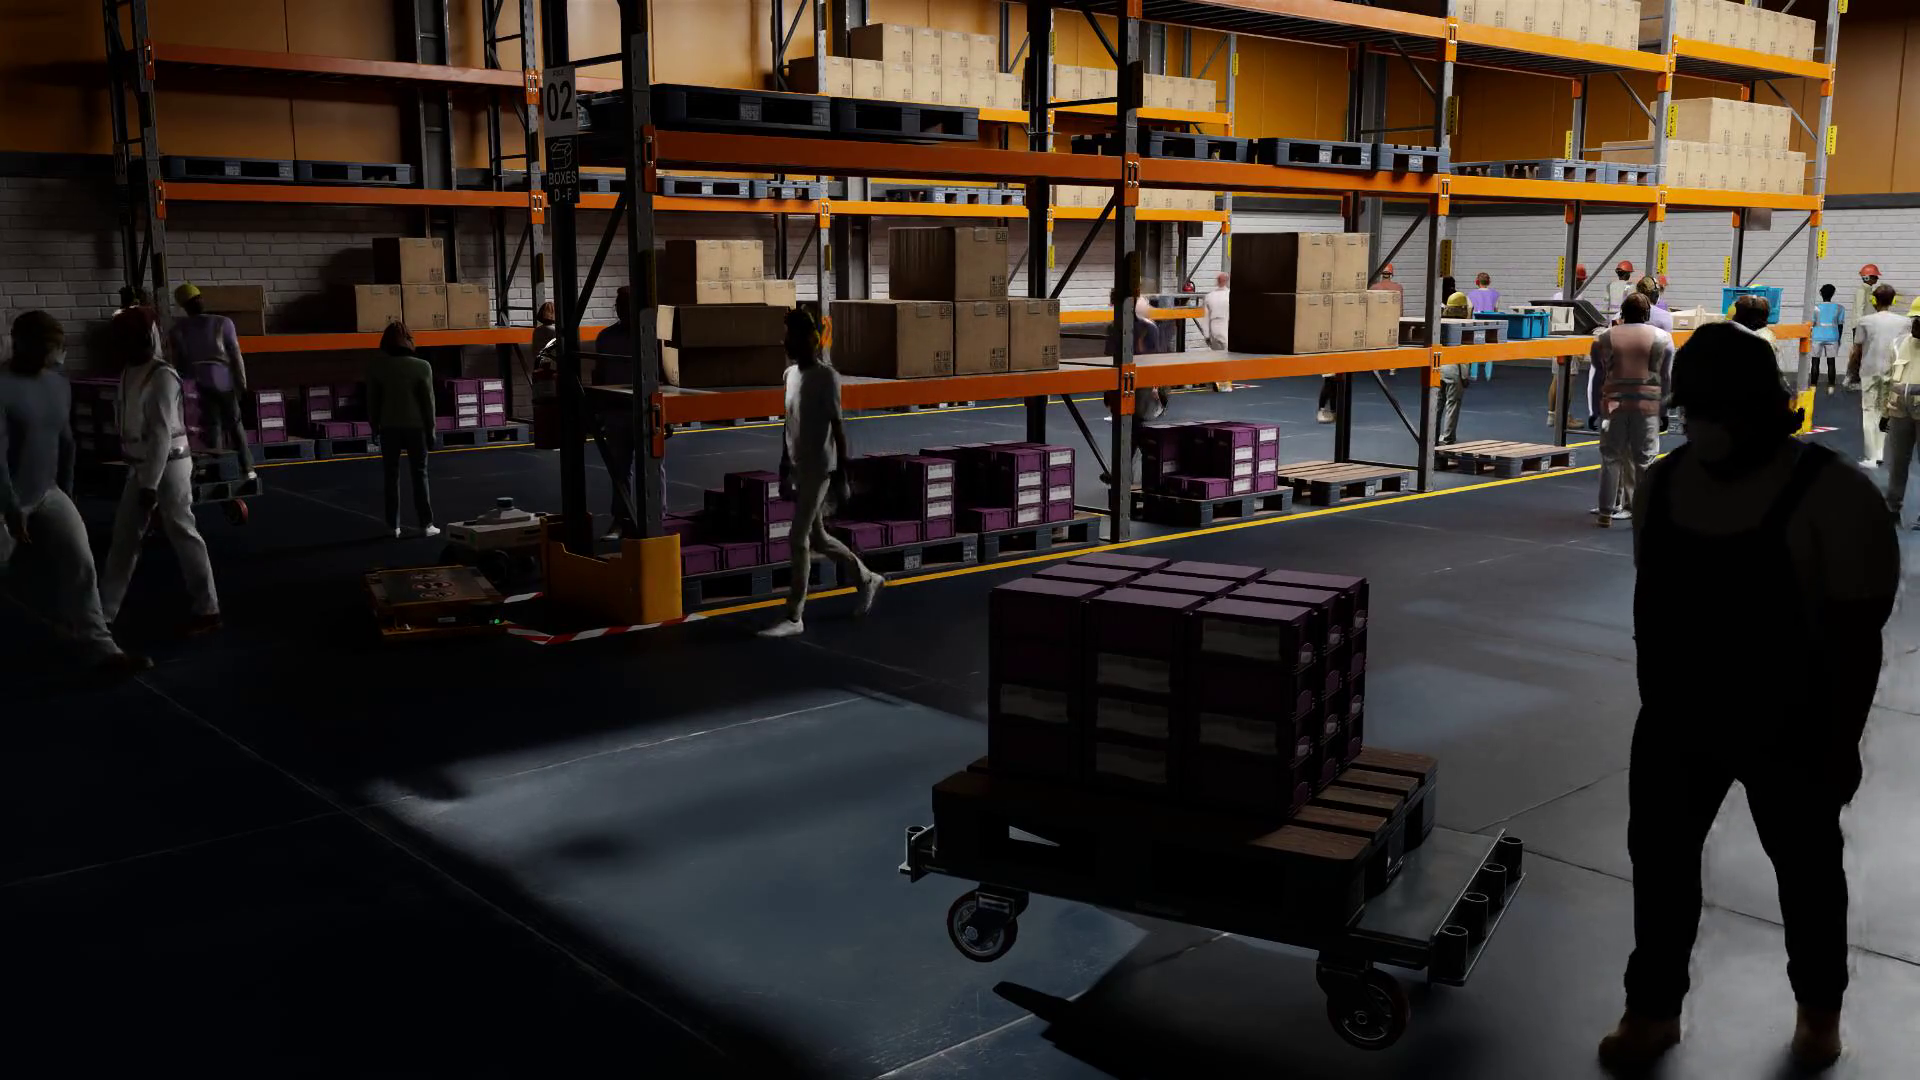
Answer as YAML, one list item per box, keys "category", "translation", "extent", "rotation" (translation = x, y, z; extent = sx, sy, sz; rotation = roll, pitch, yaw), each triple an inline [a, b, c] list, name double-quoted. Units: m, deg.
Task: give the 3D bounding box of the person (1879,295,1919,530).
- category: "person"
  translation: [7.470, -0.996, 12.977]
  extent: [0.404, 1.831, 0.600]
  rotation: [-6, 11, -32]

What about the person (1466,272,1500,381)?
- category: "person"
  translation: [8.852, -3.608, 28.230]
  extent: [0.565, 1.847, 0.396]
  rotation: [0, 10, -2]

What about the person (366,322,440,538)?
- category: "person"
  translation: [-4.212, -0.827, 12.575]
  extent: [0.501, 1.632, 0.286]
  rotation: [-1, 10, -4]

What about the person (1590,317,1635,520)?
- category: "person"
  translation: [5.369, -0.984, 13.475]
  extent: [0.311, 1.638, 0.521]
  rotation: [-1, 10, -6]

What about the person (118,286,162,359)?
- category: "person"
  translation: [-7.635, -1.445, 15.572]
  extent: [0.446, 1.852, 0.506]
  rotation: [-3, 10, -17]

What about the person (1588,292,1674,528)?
- category: "person"
  translation: [5.227, -1.001, 12.980]
  extent: [0.619, 1.845, 0.430]
  rotation: [5, 11, 25]

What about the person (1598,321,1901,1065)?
- category: "person"
  translation: [2.086, 0.373, 4.357]
  extent: [0.747, 2.000, 0.704]
  rotation: [-7, 12, -37]

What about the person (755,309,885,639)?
- category: "person"
  translation: [-0.783, -0.387, 9.435]
  extent: [0.856, 1.838, 0.529]
  rotation: [-7, 12, -35]

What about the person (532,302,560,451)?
- category: "person"
  translation: [-4.492, -1.790, 18.236]
  extent: [0.498, 1.629, 0.276]
  rotation: [9, 13, 41]

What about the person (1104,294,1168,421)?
- category: "person"
  translation: [2.269, -2.461, 21.414]
  extent: [0.737, 1.886, 0.649]
  rotation: [-2, 10, -14]

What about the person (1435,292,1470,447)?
- category: "person"
  translation: [5.305, -1.794, 17.932]
  extent: [0.346, 1.737, 0.485]
  rotation: [-5, 11, -28]

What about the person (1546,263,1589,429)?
- category: "person"
  translation: [7.540, -2.397, 20.569]
  extent: [0.391, 2.040, 0.614]
  rotation: [-2, 10, -14]

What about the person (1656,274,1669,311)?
- category: "person"
  translation: [9.757, -2.836, 23.565]
  extent: [0.954, 1.898, 0.554]
  rotation: [-3, 10, -19]

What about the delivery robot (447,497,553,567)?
- category: "delivery robot"
  translation: [-2.942, -0.033, 10.803]
  extent: [0.477, 0.478, 0.707]
  rotation: [9, 14, 44]

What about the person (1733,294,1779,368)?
- category: "person"
  translation: [5.858, -0.906, 12.424]
  extent: [0.430, 1.845, 0.619]
  rotation: [4, 10, 22]

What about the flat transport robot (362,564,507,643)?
- category: "flat transport robot"
  translation: [-3.088, 0.344, 9.697]
  extent: [0.652, 0.197, 1.431]
  rotation: [-4, 11, -24]

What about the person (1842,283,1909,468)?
- category: "person"
  translation: [9.203, -1.652, 16.789]
  extent: [0.512, 1.852, 0.571]
  rotation: [0, 10, 3]

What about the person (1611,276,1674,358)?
- category: "person"
  translation: [6.445, -1.518, 15.726]
  extent: [0.373, 1.940, 0.628]
  rotation: [-7, 12, -34]

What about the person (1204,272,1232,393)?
- category: "person"
  translation: [4.056, -3.195, 25.684]
  extent: [0.655, 1.889, 0.712]
  rotation: [9, 13, 41]

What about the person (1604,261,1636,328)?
- category: "person"
  translation: [11.444, -3.801, 28.785]
  extent: [0.373, 2.042, 0.614]
  rotation: [-6, 12, -33]

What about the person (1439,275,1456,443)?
- category: "person"
  translation: [5.460, -2.078, 19.067]
  extent: [0.372, 1.916, 0.597]
  rotation: [2, 10, 12]

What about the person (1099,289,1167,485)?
- category: "person"
  translation: [1.627, -1.428, 15.394]
  extent: [0.590, 1.877, 1.020]
  rotation: [8, 13, 39]

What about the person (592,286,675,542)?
- category: "person"
  translation: [-2.427, -0.926, 12.355]
  extent: [0.653, 1.906, 0.408]
  rotation: [2, 10, 12]

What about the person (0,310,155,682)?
- category: "person"
  translation: [-4.549, -0.178, 8.136]
  extent: [0.899, 1.867, 0.650]
  rotation: [3, 10, 15]

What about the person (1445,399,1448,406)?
- category: "person"
  translation: [6.946, -2.723, 23.656]
  extent: [0.525, 1.639, 0.307]
  rotation: [-8, 13, -40]

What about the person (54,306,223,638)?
- category: "person"
  translation: [-4.514, -0.338, 9.072]
  extent: [0.586, 1.845, 0.924]
  rotation: [8, 12, 38]

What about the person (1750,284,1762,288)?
- category: "person"
  translation: [10.064, -2.360, 21.152]
  extent: [0.309, 1.772, 0.525]
  rotation: [3, 10, 19]

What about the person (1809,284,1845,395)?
- category: "person"
  translation: [13.274, -3.077, 25.549]
  extent: [0.539, 1.698, 0.319]
  rotation: [2, 10, 11]

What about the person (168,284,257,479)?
- category: "person"
  translation: [-6.950, -1.443, 15.495]
  extent: [0.663, 1.866, 0.595]
  rotation: [-1, 10, -8]

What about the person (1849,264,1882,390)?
- category: "person"
  translation: [14.423, -3.394, 26.539]
  extent: [0.379, 1.996, 0.609]
  rotation: [7, 12, 35]

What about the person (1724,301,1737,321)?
- category: "person"
  translation: [6.683, -1.178, 14.298]
  extent: [0.626, 1.737, 0.544]
  rotation: [-4, 10, -21]

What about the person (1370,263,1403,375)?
- category: "person"
  translation: [7.619, -3.949, 29.793]
  extent: [0.611, 1.996, 0.378]
  rotation: [2, 10, 11]

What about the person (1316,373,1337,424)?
- category: "person"
  translation: [4.807, -2.334, 21.228]
  extent: [0.341, 1.694, 0.634]
  rotation: [7, 12, 35]
